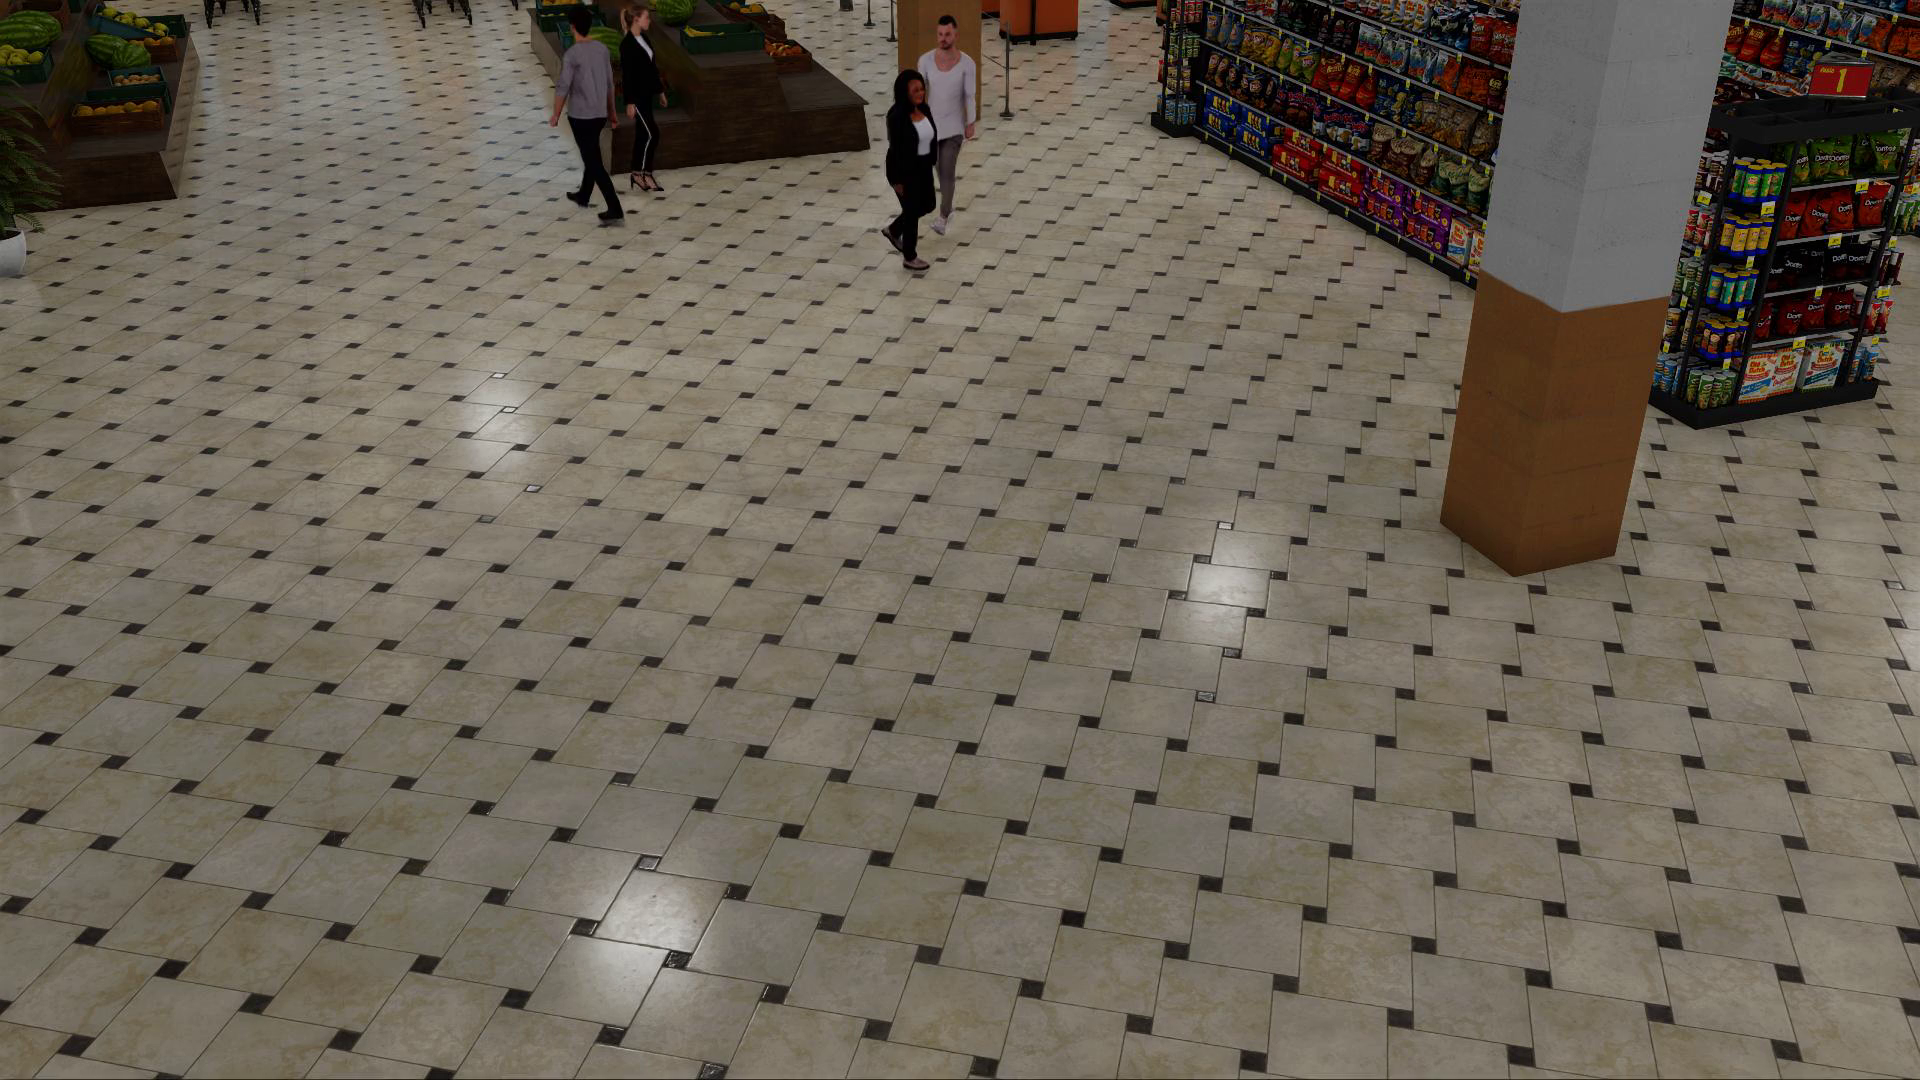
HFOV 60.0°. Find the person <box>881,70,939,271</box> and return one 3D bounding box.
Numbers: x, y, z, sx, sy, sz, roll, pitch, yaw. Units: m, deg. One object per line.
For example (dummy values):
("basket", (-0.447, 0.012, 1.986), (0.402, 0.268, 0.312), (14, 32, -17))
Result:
("person", (-0.461, -2.970, 13.360), (0.918, 1.604, 0.853), (16, 33, 27))

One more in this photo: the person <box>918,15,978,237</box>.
("person", (-0.118, -3.564, 14.249), (1.103, 1.794, 1.173), (12, 31, 20))

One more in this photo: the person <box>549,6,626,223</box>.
("person", (-3.155, -3.630, 14.356), (1.163, 1.806, 1.057), (16, 33, 27))

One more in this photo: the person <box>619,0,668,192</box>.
("person", (-2.996, -4.013, 15.182), (0.784, 1.689, 0.698), (6, 29, 11))
